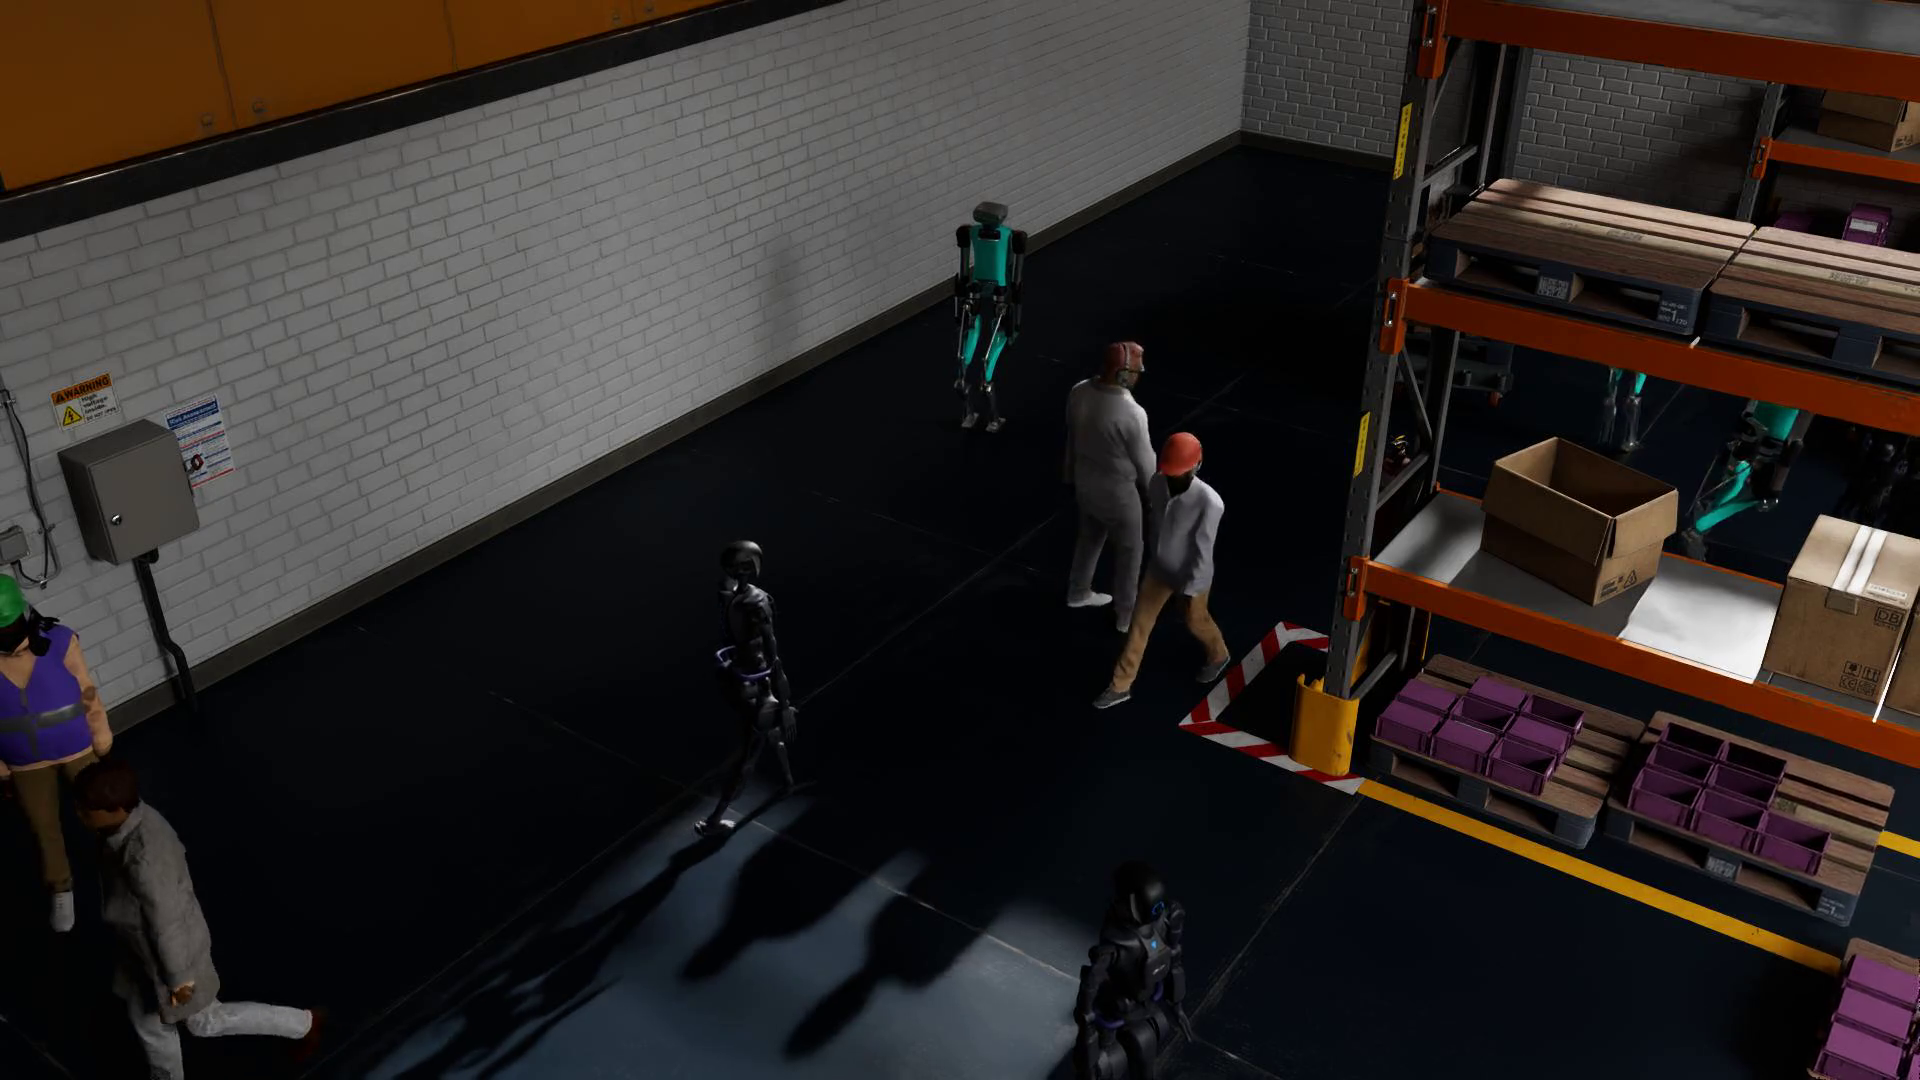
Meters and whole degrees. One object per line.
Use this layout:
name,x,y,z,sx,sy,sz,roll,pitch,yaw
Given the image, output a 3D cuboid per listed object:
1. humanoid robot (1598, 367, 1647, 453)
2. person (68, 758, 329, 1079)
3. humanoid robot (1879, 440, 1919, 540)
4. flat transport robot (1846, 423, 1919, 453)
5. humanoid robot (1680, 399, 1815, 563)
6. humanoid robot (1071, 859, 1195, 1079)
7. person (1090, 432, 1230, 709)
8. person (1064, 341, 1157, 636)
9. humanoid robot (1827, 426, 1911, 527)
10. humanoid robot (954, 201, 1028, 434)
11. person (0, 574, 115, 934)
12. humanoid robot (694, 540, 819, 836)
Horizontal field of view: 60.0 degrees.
humanoid robot,4.875,-1.388,12.049,0.551,1.840,0.790,18,34,28
person,-3.146,1.601,6.732,0.815,1.806,0.513,-23,37,-35
humanoid robot,5.324,0.152,9.418,0.786,1.628,0.615,6,31,11
flat transport robot,7.363,-0.648,12.164,0.659,0.231,1.431,-22,37,-33
humanoid robot,4.718,-0.344,10.259,0.786,1.873,0.530,-6,31,-10
humanoid robot,0.647,1.877,6.364,0.590,1.652,0.326,-24,38,-35
person,1.220,0.148,9.343,0.908,1.698,0.559,-24,38,-35
person,0.916,-0.318,9.984,0.455,1.883,0.643,-16,34,-25
humanoid robot,5.667,-0.405,10.332,0.358,1.657,0.584,4,30,7
humanoid robot,0.159,-1.577,12.209,0.532,1.697,0.727,9,31,14
person,-4.221,0.967,7.713,0.534,1.923,0.443,-14,33,-23
humanoid robot,-1.080,0.737,8.406,0.781,1.633,0.601,-20,36,-31
